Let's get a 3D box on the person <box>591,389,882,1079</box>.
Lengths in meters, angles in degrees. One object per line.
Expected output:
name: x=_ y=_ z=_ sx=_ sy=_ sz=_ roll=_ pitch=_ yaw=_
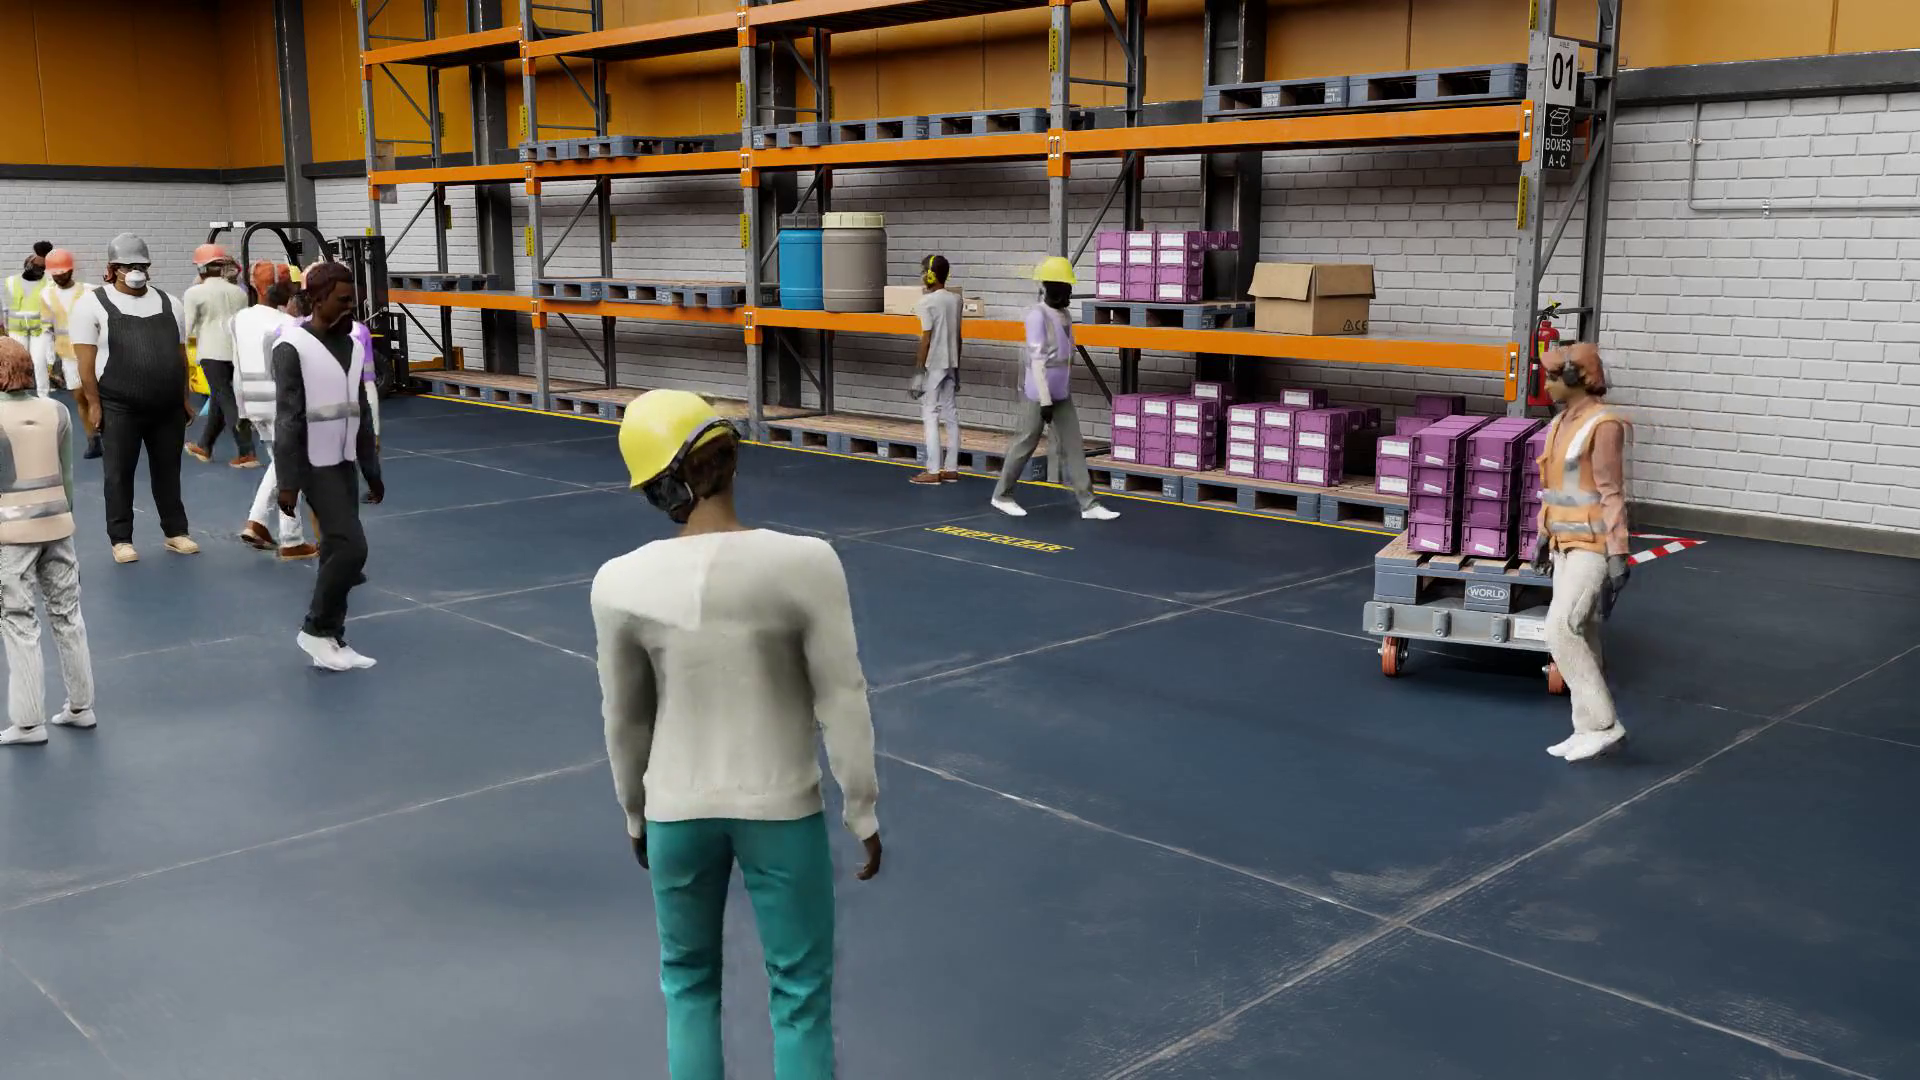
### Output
person: x=-0.384 y=0.561 z=3.363 sx=0.696 sy=1.718 sz=0.367 roll=1 pitch=10 yaw=8

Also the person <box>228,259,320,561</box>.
person: x=-4.204 y=-0.788 z=10.287 sx=0.606 sy=1.876 sz=0.415 roll=6 pitch=12 yaw=29

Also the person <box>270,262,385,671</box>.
person: x=-2.896 y=-0.322 z=7.683 sx=0.467 sy=1.898 sz=0.613 roll=2 pitch=11 yaw=11

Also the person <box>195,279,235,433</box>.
person: x=-7.627 y=-1.914 z=17.089 sx=0.265 sy=1.631 sz=0.507 roll=6 pitch=12 yaw=29

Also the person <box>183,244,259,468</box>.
person: x=-6.547 y=-1.607 z=14.579 sx=1.017 sy=1.941 sz=0.626 roll=5 pitch=11 yaw=24

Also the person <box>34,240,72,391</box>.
person: x=-11.739 y=-2.882 z=21.483 sx=0.670 sy=1.959 sz=0.540 roll=-2 pitch=11 yaw=-9

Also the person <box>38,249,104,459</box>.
person: x=-7.967 y=-1.664 z=14.998 sx=0.589 sy=1.896 sz=0.469 roll=-1 pitch=10 yaw=-5

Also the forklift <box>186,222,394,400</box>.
forklift: x=-8.169 y=-2.758 z=20.163 sx=2.313 sy=2.155 sz=1.214 roll=-10 pitch=14 yaw=-44

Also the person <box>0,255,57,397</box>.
person: x=-10.743 y=-2.384 z=19.235 sx=0.679 sy=1.798 sz=0.433 roll=-3 pitch=11 yaw=-17

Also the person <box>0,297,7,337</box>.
person: x=-9.015 y=-1.683 z=15.347 sx=0.563 sy=1.823 sz=0.897 roll=0 pitch=10 yaw=0

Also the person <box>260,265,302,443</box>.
person: x=-6.399 y=-1.788 z=16.133 sx=0.910 sy=1.716 sz=0.548 roll=-4 pitch=11 yaw=-19

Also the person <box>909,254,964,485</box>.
person: x=-0.190 y=-1.376 z=13.545 sx=0.336 sy=1.862 sz=0.584 roll=9 pitch=14 yaw=41

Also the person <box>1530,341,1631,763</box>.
person: x=2.390 y=0.045 z=6.439 sx=0.363 sy=1.611 sz=0.575 roll=-1 pitch=10 yaw=-4

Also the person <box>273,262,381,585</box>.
person: x=-3.708 y=-0.678 z=9.748 sx=0.564 sy=1.879 sz=0.844 roll=-2 pitch=11 yaw=-9

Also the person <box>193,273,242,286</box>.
person: x=-9.166 y=-2.706 z=20.813 sx=0.415 sy=1.867 sz=0.751 roll=8 pitch=13 yaw=38

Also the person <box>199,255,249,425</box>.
person: x=-7.823 y=-2.142 z=17.859 sx=0.557 sy=1.820 sz=0.652 roll=0 pitch=10 yaw=3

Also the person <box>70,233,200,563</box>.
person: x=-5.105 y=-0.891 z=10.405 sx=0.537 sy=2.000 sz=0.683 roll=9 pitch=14 yaw=40

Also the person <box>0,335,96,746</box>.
person: x=-3.726 y=0.007 z=6.627 sx=0.312 sy=1.637 sz=0.515 roll=4 pitch=11 yaw=21

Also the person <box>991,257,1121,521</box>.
person: x=0.643 y=-1.066 z=11.823 sx=1.015 sy=1.874 sz=0.607 roll=6 pitch=12 yaw=31
